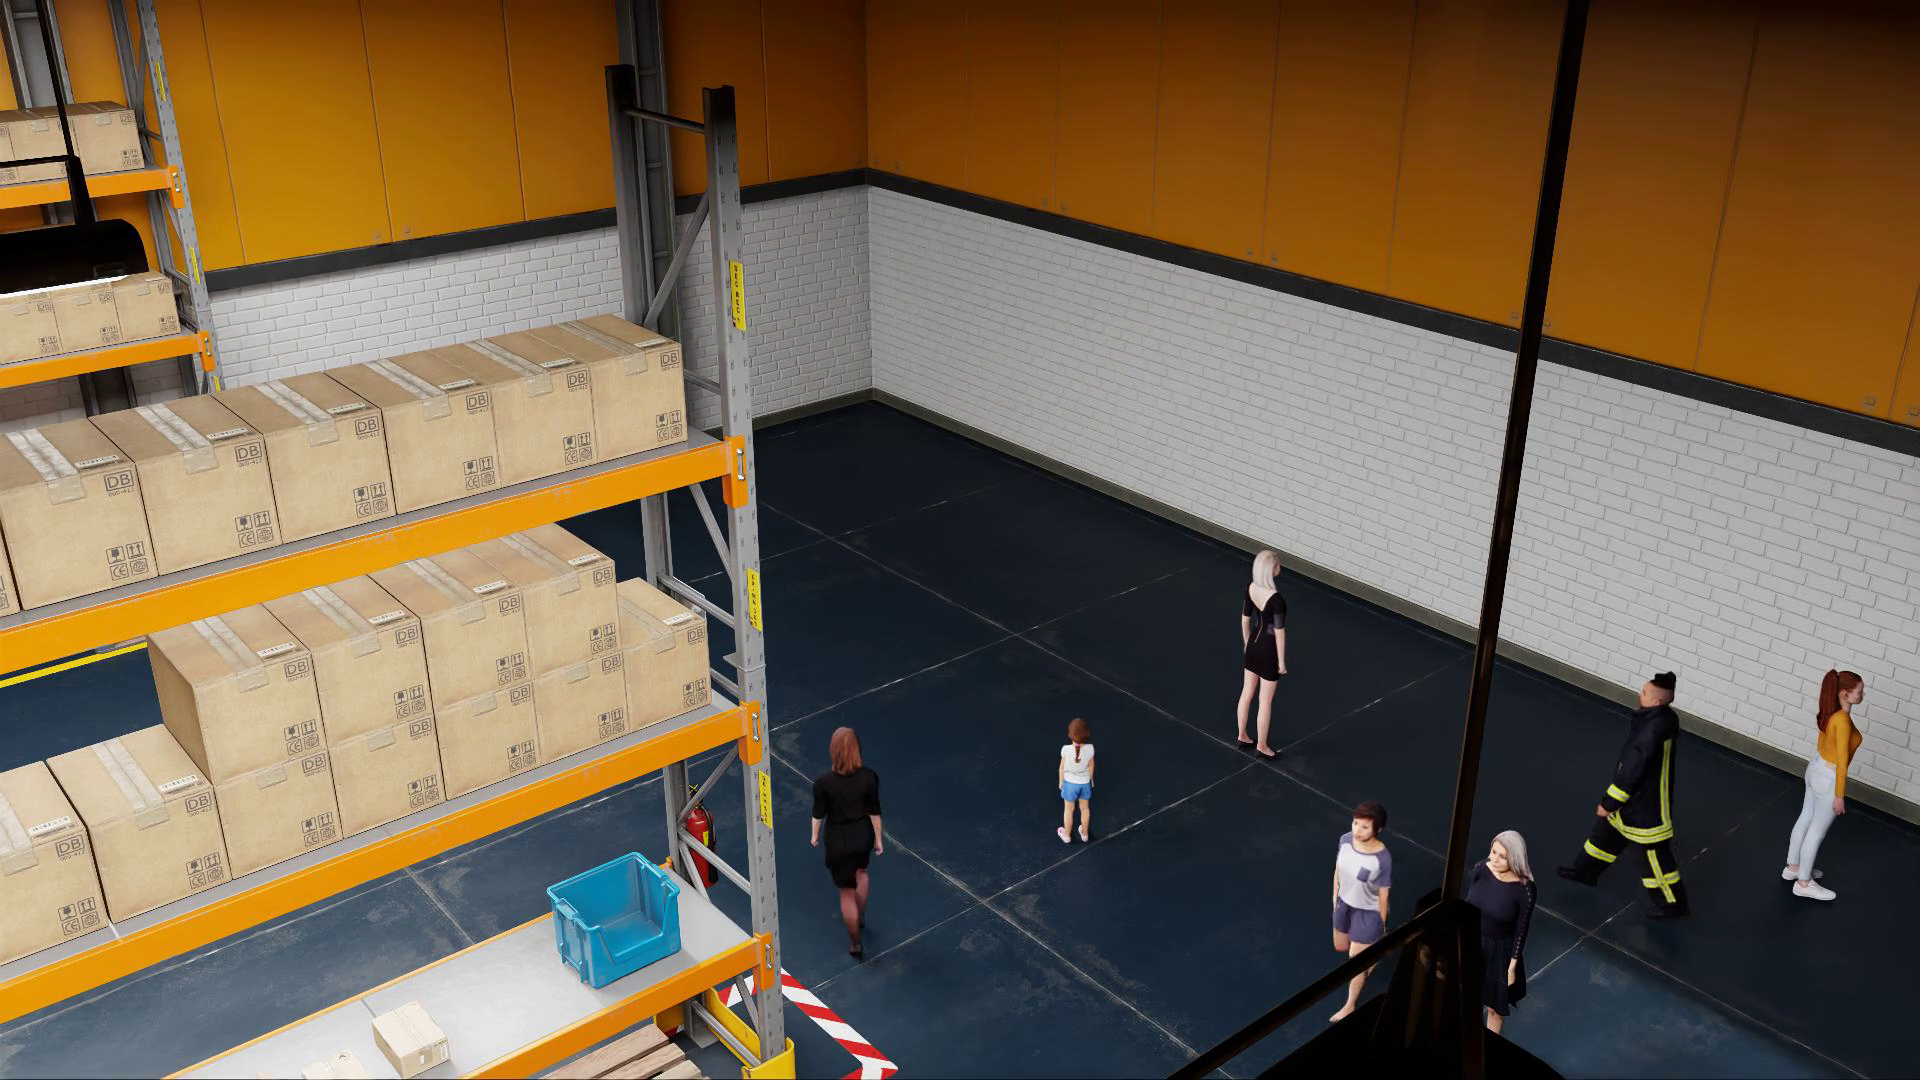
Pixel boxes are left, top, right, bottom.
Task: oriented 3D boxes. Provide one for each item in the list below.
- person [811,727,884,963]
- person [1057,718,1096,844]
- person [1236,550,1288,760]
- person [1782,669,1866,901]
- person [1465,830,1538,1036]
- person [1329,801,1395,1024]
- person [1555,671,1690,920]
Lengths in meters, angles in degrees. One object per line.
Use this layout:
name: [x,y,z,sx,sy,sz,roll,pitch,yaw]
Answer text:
person: [-0.716,2.067,10.997,0.709,1.688,0.770,-8,25,-17]
person: [0.873,1.798,12.449,0.453,1.019,0.535,-3,24,-7]
person: [2.448,0.919,13.446,0.515,1.830,0.602,-16,28,-32]
person: [6.112,1.706,11.745,0.753,1.751,0.682,4,24,9]
person: [3.168,2.489,9.958,0.560,1.747,0.594,-20,31,-38]
person: [2.595,2.317,10.601,0.831,1.548,0.550,-19,30,-37]
person: [4.791,1.791,11.462,1.104,1.822,1.218,12,26,26]
